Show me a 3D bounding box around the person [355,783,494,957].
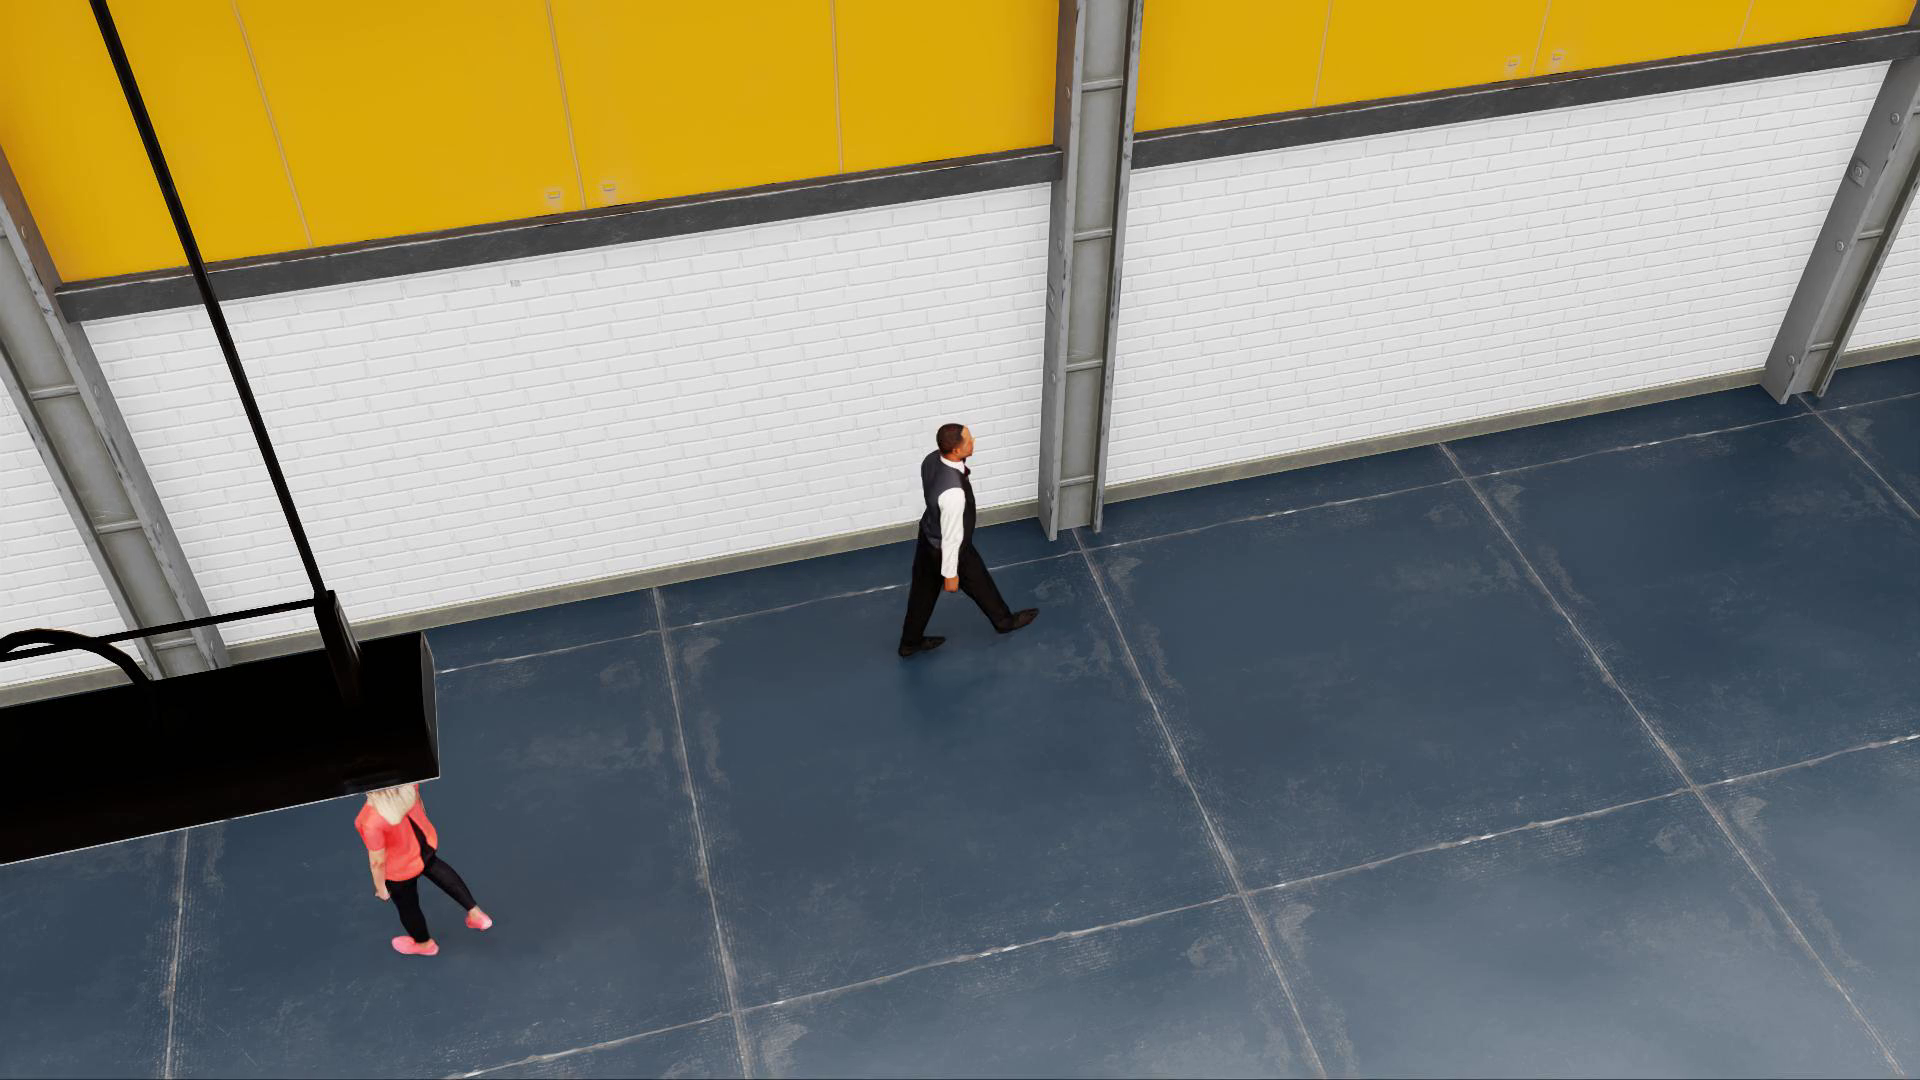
[{"bbox_3d":[-2.899,1.700,8.911,0.941,1.688,0.851,11,45,12],"label":"person"}]

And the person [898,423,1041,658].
[{"bbox_3d":[-0.171,0.052,10.507,1.209,1.872,0.780,-14,45,-15],"label":"person"}]
